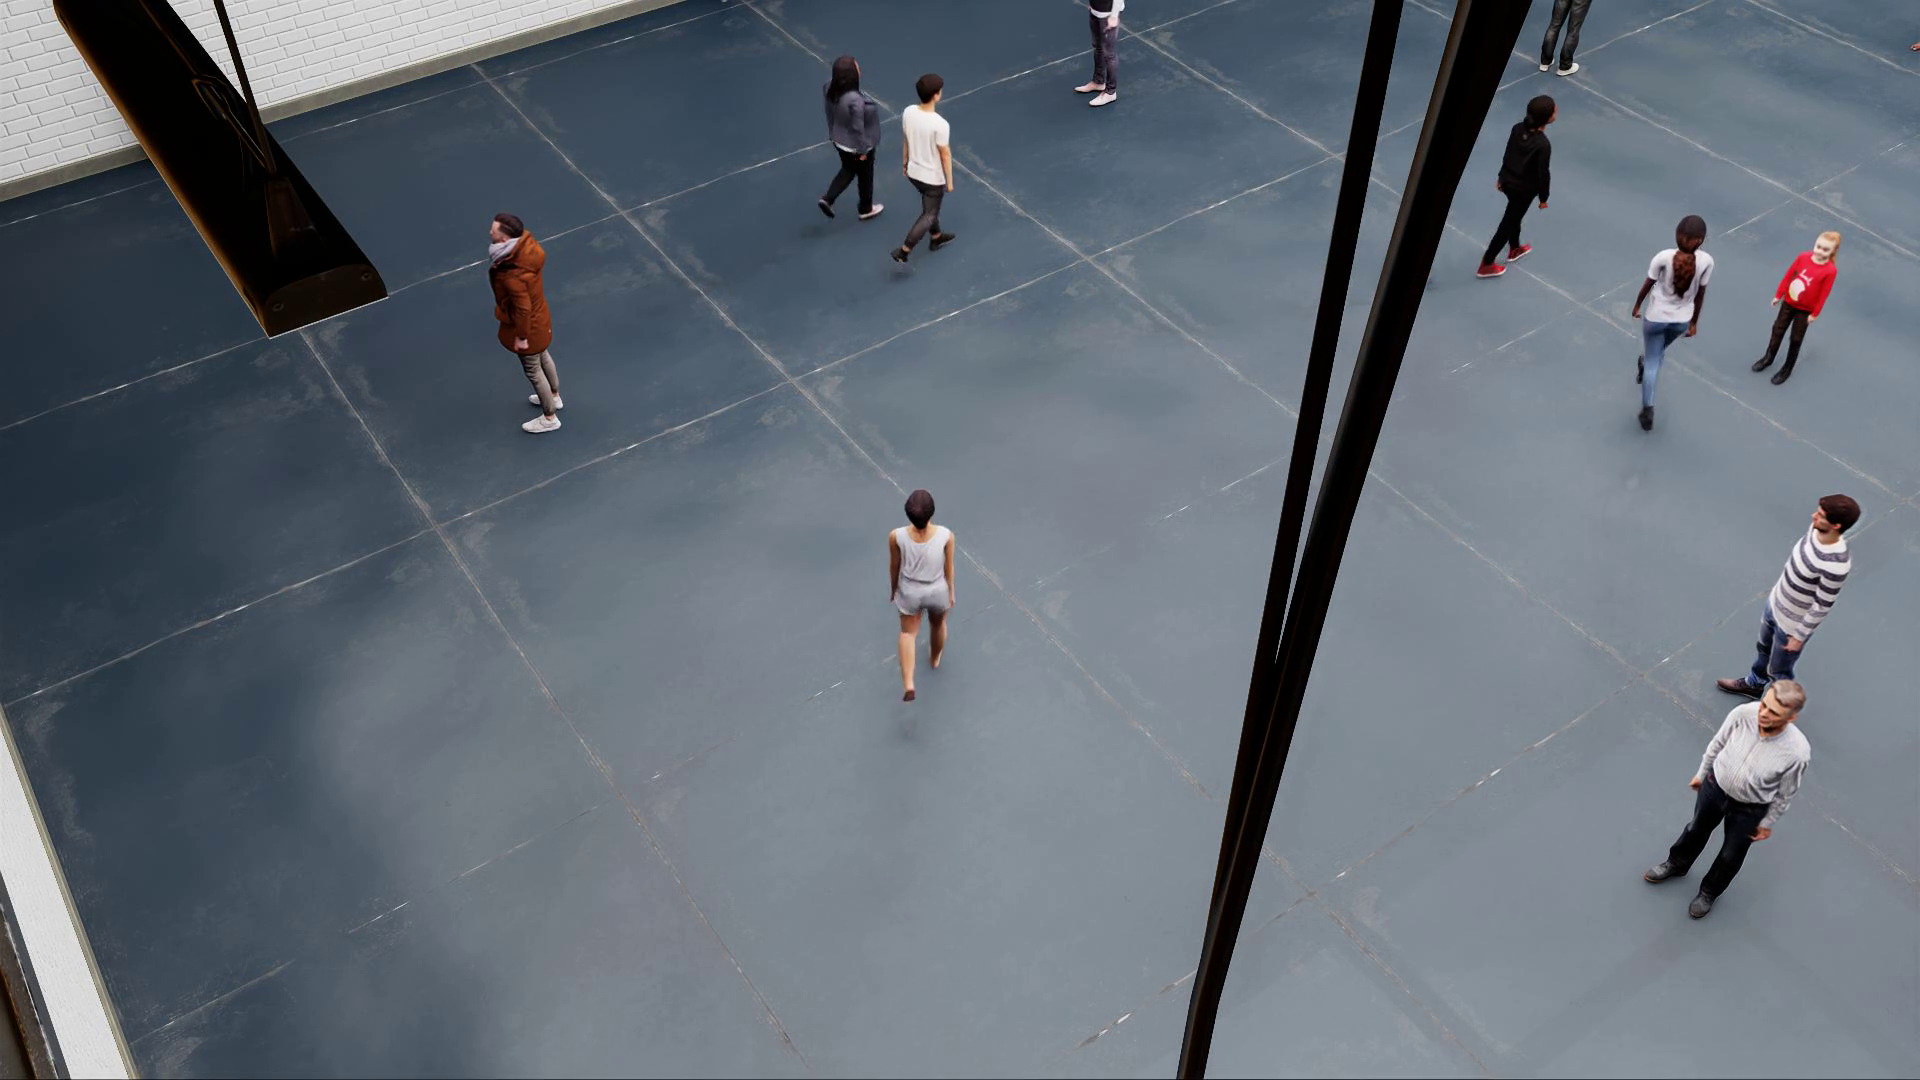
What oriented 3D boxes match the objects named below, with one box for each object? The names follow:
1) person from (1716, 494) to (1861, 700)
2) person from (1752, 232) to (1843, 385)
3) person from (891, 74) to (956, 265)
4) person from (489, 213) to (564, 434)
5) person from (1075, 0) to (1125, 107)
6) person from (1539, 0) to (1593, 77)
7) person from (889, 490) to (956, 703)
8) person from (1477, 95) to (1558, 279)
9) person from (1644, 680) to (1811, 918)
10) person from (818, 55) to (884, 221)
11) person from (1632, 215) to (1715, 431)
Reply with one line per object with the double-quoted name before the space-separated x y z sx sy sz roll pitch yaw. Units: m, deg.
"person" 5.110 0.438 10.168 0.758 1.852 0.712 5 44 5
"person" 6.564 -1.858 12.993 0.542 1.278 0.499 -27 50 -25
"person" -0.334 -3.066 13.958 0.785 1.695 1.073 31 51 28
"person" -3.206 -1.625 12.342 0.896 1.839 0.855 -1 44 -1
"person" 1.396 -5.087 15.987 0.671 1.823 0.743 -15 46 -16
"person" 6.081 -5.477 16.406 0.707 1.811 0.632 31 52 29
"person" -0.238 0.368 10.432 0.911 1.588 0.927 2 44 3
"person" 4.580 -2.901 13.814 0.915 1.656 0.727 -16 46 -16
"person" 4.298 1.405 9.176 0.535 1.819 0.649 -25 49 -24
"person" -0.983 -3.440 14.434 0.843 1.581 0.694 -29 51 -27
"person" 5.278 -1.580 12.403 1.057 1.690 1.084 6 44 6
